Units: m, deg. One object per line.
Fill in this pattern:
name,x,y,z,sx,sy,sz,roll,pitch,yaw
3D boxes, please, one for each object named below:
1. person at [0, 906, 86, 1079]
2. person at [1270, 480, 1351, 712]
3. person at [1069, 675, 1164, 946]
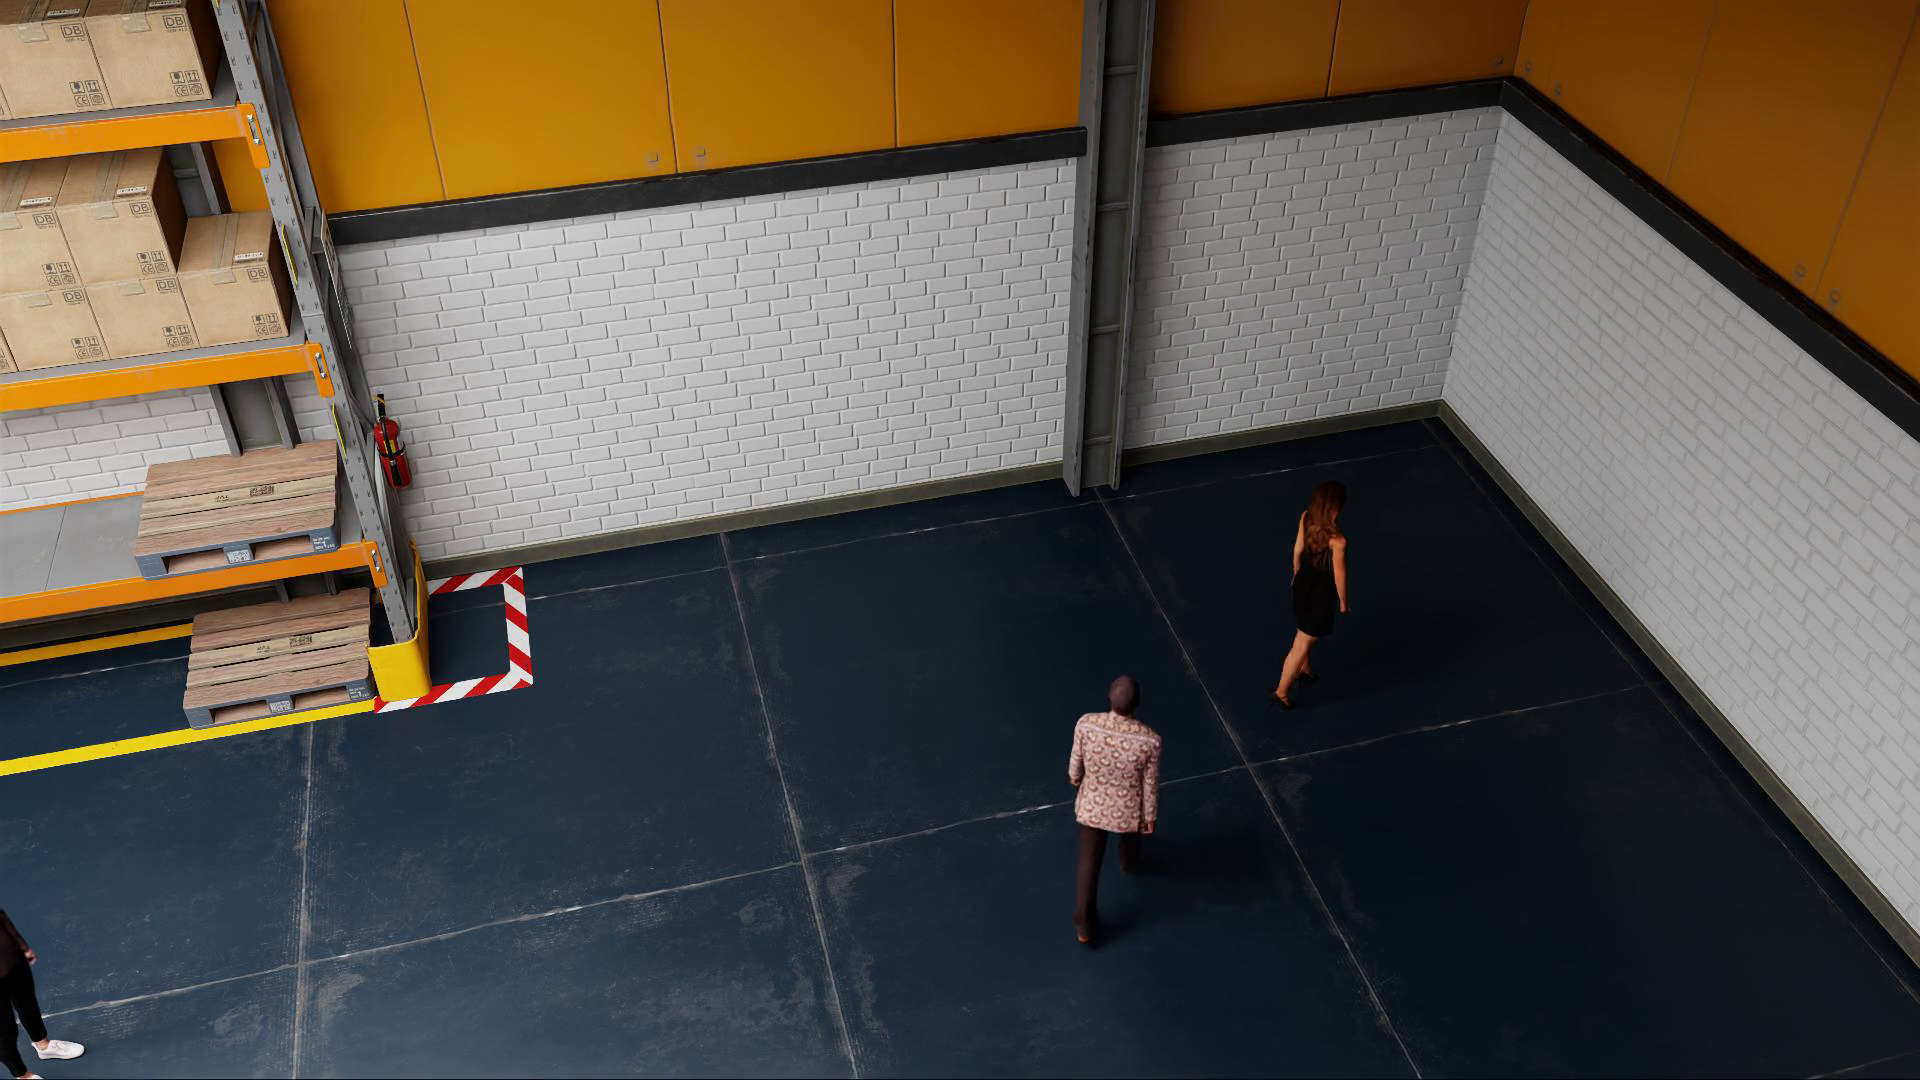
person,-5.035,2.264,8.678,0.630,1.702,0.670,4,39,5
person,2.306,0.380,10.934,0.790,1.831,0.660,-19,43,-23
person,0.845,1.568,9.500,1.215,1.764,1.120,9,39,11
